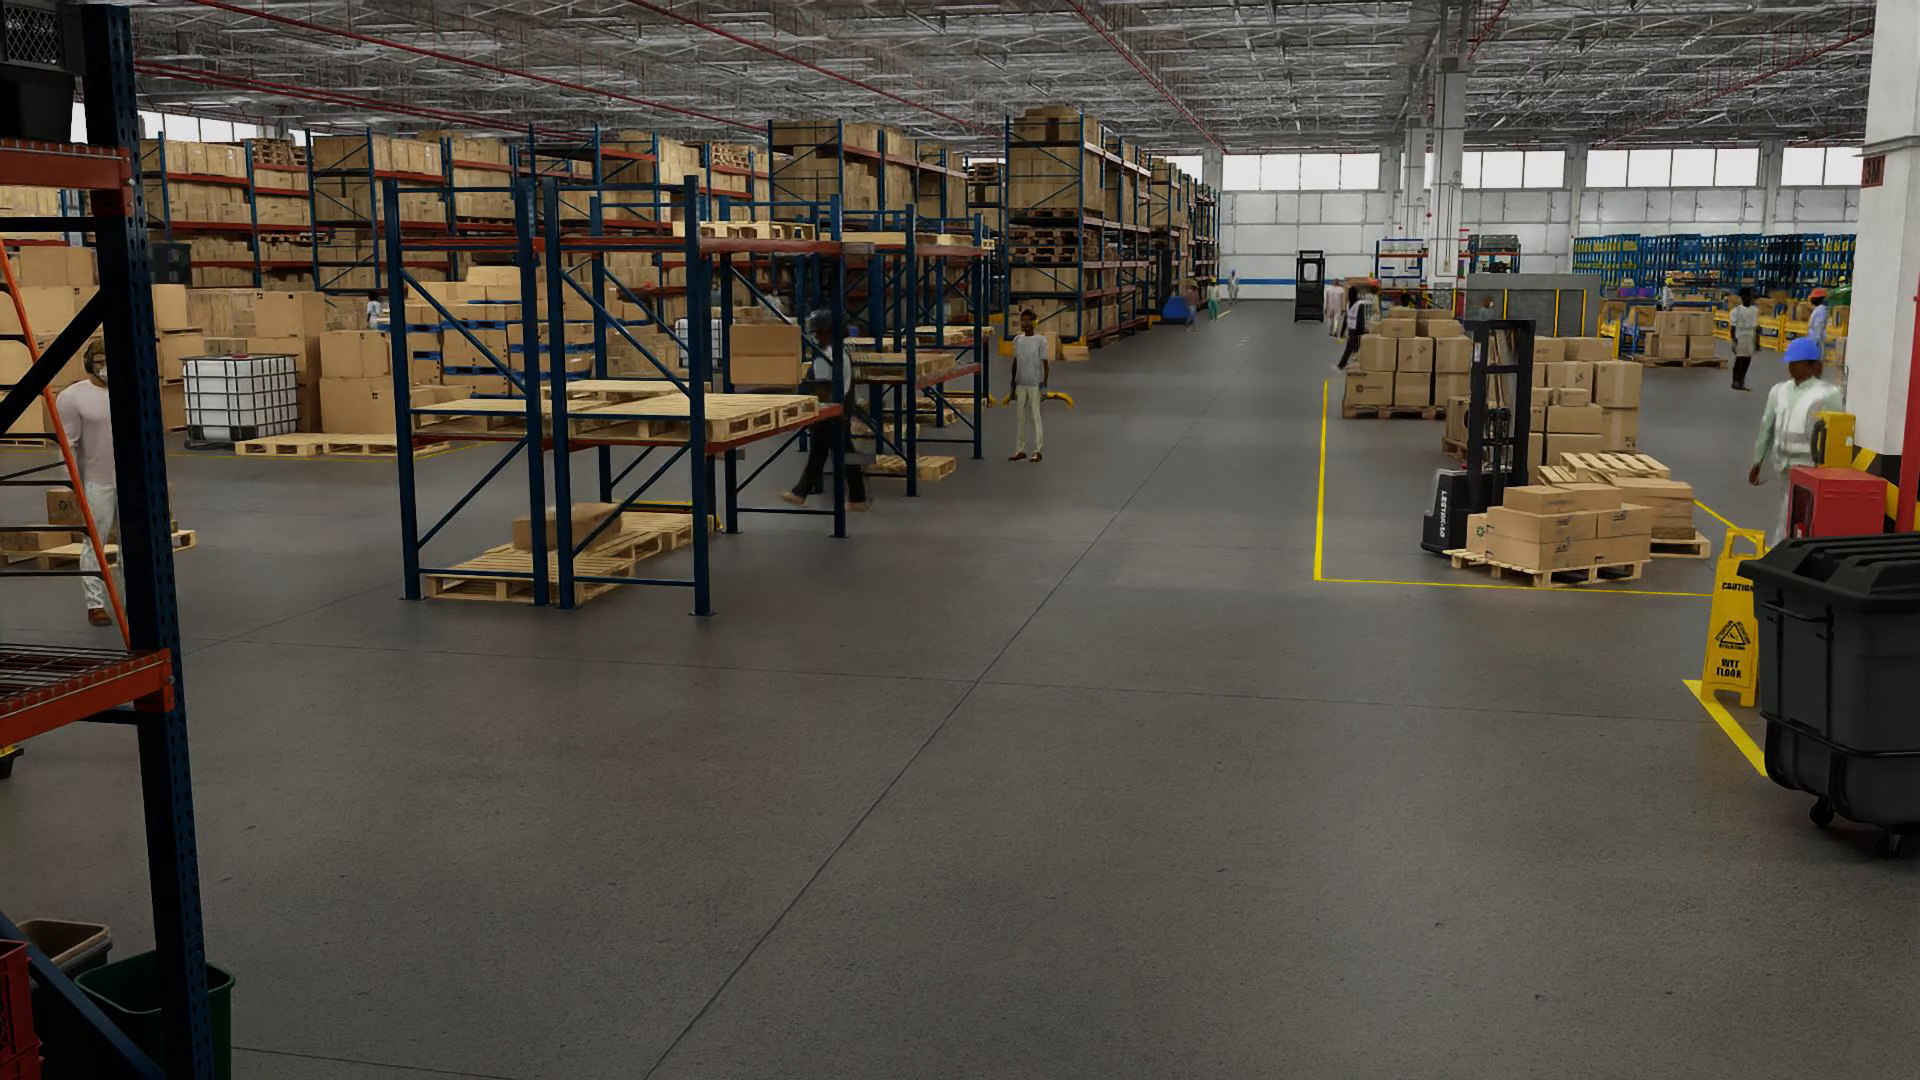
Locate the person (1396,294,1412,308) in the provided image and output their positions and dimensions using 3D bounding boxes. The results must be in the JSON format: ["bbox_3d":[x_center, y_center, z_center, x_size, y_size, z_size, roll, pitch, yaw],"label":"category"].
[{"bbox_3d":[10.464,-4.963,39.170,0.542,1.674,0.713,-4,10,-20],"label":"person"}]

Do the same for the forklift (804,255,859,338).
[{"bbox_3d":[-2.770,-4.632,33.634,1.129,2.768,1.873,2,10,12],"label":"forklift"}]

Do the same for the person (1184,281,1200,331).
[{"bbox_3d":[8.048,-8.120,57.667,0.523,1.730,0.865,-7,12,-36],"label":"person"}]

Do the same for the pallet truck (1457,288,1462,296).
[{"bbox_3d":[20.506,-9.785,68.819,0.653,1.274,1.630,2,10,12],"label":"pallet truck"}]

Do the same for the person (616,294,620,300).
[{"bbox_3d":[-8.437,-5.240,40.928,0.528,1.630,0.320,0,10,-1],"label":"person"}]

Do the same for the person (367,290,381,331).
[{"bbox_3d":[-15.217,-5.674,43.358,0.612,1.676,0.540,1,10,7],"label":"person"}]

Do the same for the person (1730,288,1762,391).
[{"bbox_3d":[14.743,-3.741,31.237,0.636,1.944,0.371,-2,10,-12],"label":"person"}]

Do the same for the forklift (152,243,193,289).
[{"bbox_3d":[-17.391,-5.192,36.948,1.873,2.768,1.129,2,10,12],"label":"forklift"}]

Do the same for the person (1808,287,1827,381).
[{"bbox_3d":[16.376,-3.861,31.863,0.372,1.935,0.551,3,10,19],"label":"person"}]

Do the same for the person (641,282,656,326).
[{"bbox_3d":[-7.388,-5.168,39.607,1.042,1.940,0.614,-5,11,-25],"label":"person"}]

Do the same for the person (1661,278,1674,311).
[{"bbox_3d":[24.680,-8.224,58.049,0.403,1.820,0.603,7,12,34],"label":"person"}]

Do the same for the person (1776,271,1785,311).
[{"bbox_3d":[39.317,-11.953,79.653,0.642,1.984,0.821,-3,10,-18],"label":"person"}]

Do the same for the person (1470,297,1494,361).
[{"bbox_3d":[12.483,-4.991,39.583,0.511,1.598,0.860,-9,13,-44],"label":"person"}]

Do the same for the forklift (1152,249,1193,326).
[{"bbox_3d":[7.646,-9.320,61.395,1.873,2.768,1.129,2,10,11],"label":"forklift"}]

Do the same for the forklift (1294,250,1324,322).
[{"bbox_3d":[13.778,-10.002,65.433,1.129,2.768,1.873,2,10,12],"label":"forklift"}]

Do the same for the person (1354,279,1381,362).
[{"bbox_3d":[9.972,-5.266,39.989,1.022,1.991,0.627,7,12,35],"label":"person"}]

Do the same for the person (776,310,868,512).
[{"bbox_3d":[-1.375,-1.290,16.325,1.014,2.000,0.695,0,10,1],"label":"person"}]

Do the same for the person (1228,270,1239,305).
[{"bbox_3d":[14.845,-13.691,90.276,0.616,1.889,1.076,3,10,20],"label":"person"}]

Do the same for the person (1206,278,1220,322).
[{"bbox_3d":[10.044,-9.518,65.971,0.532,1.734,0.837,1,10,7],"label":"person"}]

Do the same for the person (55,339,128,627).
[{"bbox_3d":[-5.777,-0.395,11.330,0.366,1.938,0.630,8,12,38],"label":"person"}]

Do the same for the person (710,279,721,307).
[{"bbox_3d":[-7.147,-6.647,48.503,0.647,1.898,1.013,-1,10,-7],"label":"person"}]

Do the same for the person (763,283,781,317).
[{"bbox_3d":[-4.286,-5.025,38.830,0.680,1.907,0.648,5,11,25],"label":"person"}]

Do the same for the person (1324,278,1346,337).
[{"bbox_3d":[12.023,-7.452,53.348,0.658,1.872,0.936,3,10,15],"label":"person"}]

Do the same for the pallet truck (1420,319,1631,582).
[{"bbox_3d":[4.543,-0.757,13.299,0.823,1.965,1.885,-4,10,-22],"label":"pallet truck"}]

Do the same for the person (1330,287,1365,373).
[{"bbox_3d":[8.567,-4.592,36.405,1.019,1.861,0.620,-2,10,-14],"label":"person"}]

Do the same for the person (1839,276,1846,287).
[{"bbox_3d":[37.212,-10.250,70.220,0.321,1.761,0.522,0,10,1],"label":"person"}]

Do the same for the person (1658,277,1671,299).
[{"bbox_3d":[30.491,-10.552,71.946,0.947,1.780,0.585,3,10,15],"label":"person"}]

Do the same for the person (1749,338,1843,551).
[{"bbox_3d":[6.342,-0.585,12.615,1.018,1.891,0.634,-4,10,-22],"label":"person"}]

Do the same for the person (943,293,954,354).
[{"bbox_3d":[-0.344,-5.557,42.844,0.644,1.603,0.613,6,11,33],"label":"person"}]

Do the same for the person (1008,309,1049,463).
[{"bbox_3d":[0.835,-1.878,20.317,0.534,1.869,0.311,6,11,33],"label":"person"}]

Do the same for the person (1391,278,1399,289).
[{"bbox_3d":[21.847,-12.407,83.398,0.529,1.627,0.323,2,10,10],"label":"person"}]
